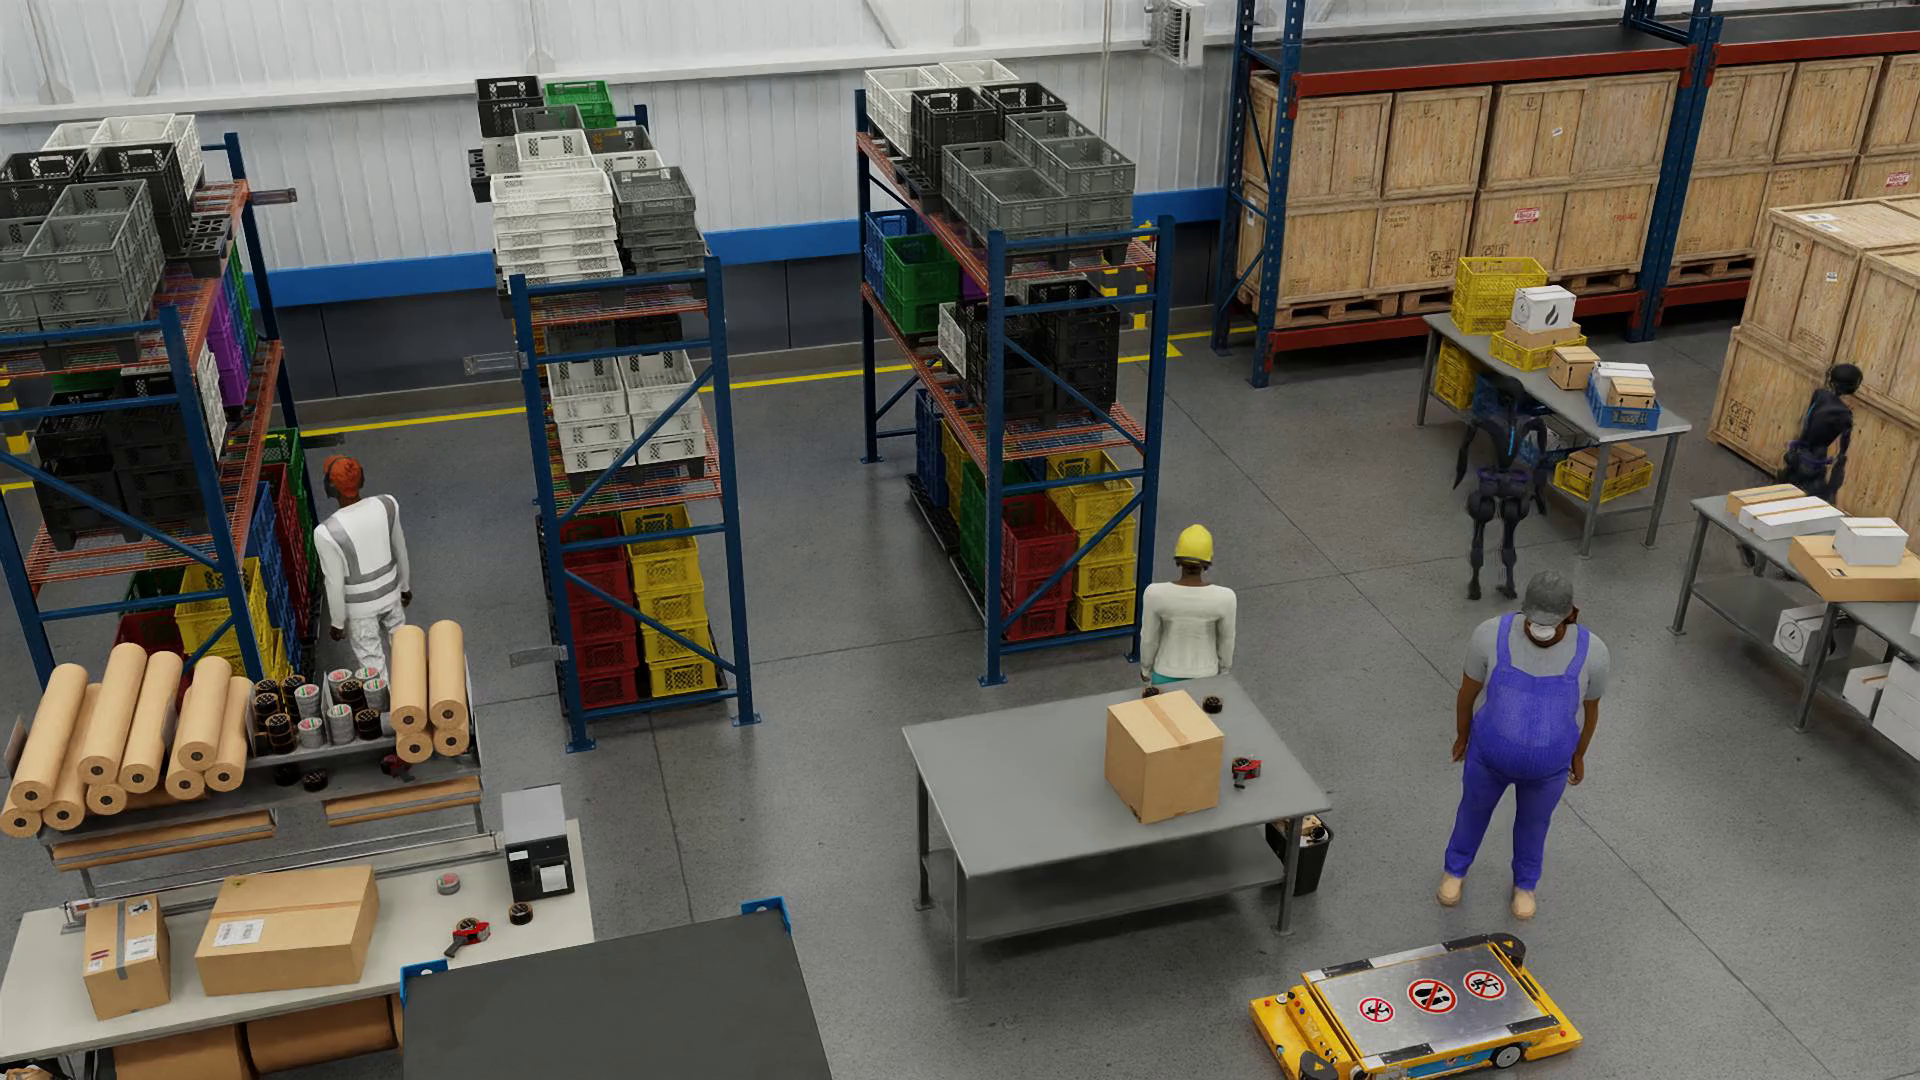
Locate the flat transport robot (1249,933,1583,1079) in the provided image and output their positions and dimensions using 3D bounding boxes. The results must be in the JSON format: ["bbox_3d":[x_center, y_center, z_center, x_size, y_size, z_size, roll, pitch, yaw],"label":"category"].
[{"bbox_3d":[2.184,2.282,7.980,1.431,0.197,0.652,-8,30,-14],"label":"flat transport robot"}]

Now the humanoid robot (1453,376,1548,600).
[{"bbox_3d":[3.691,-0.358,11.353,0.645,1.644,0.499,3,29,6],"label":"humanoid robot"}]

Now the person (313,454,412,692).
[{"bbox_3d":[-3.481,0.363,9.824,0.340,1.882,0.579,17,33,28],"label":"person"}]

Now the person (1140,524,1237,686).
[{"bbox_3d":[1.259,0.714,9.307,0.525,1.768,0.312,2,29,4],"label":"person"}]

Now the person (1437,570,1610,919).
[{"bbox_3d":[2.842,1.048,8.416,0.685,2.000,0.535,9,30,16],"label":"person"}]

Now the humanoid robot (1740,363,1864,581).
[{"bbox_3d":[5.874,-0.480,11.562,0.482,1.638,0.611,-1,29,-2],"label":"humanoid robot"}]
